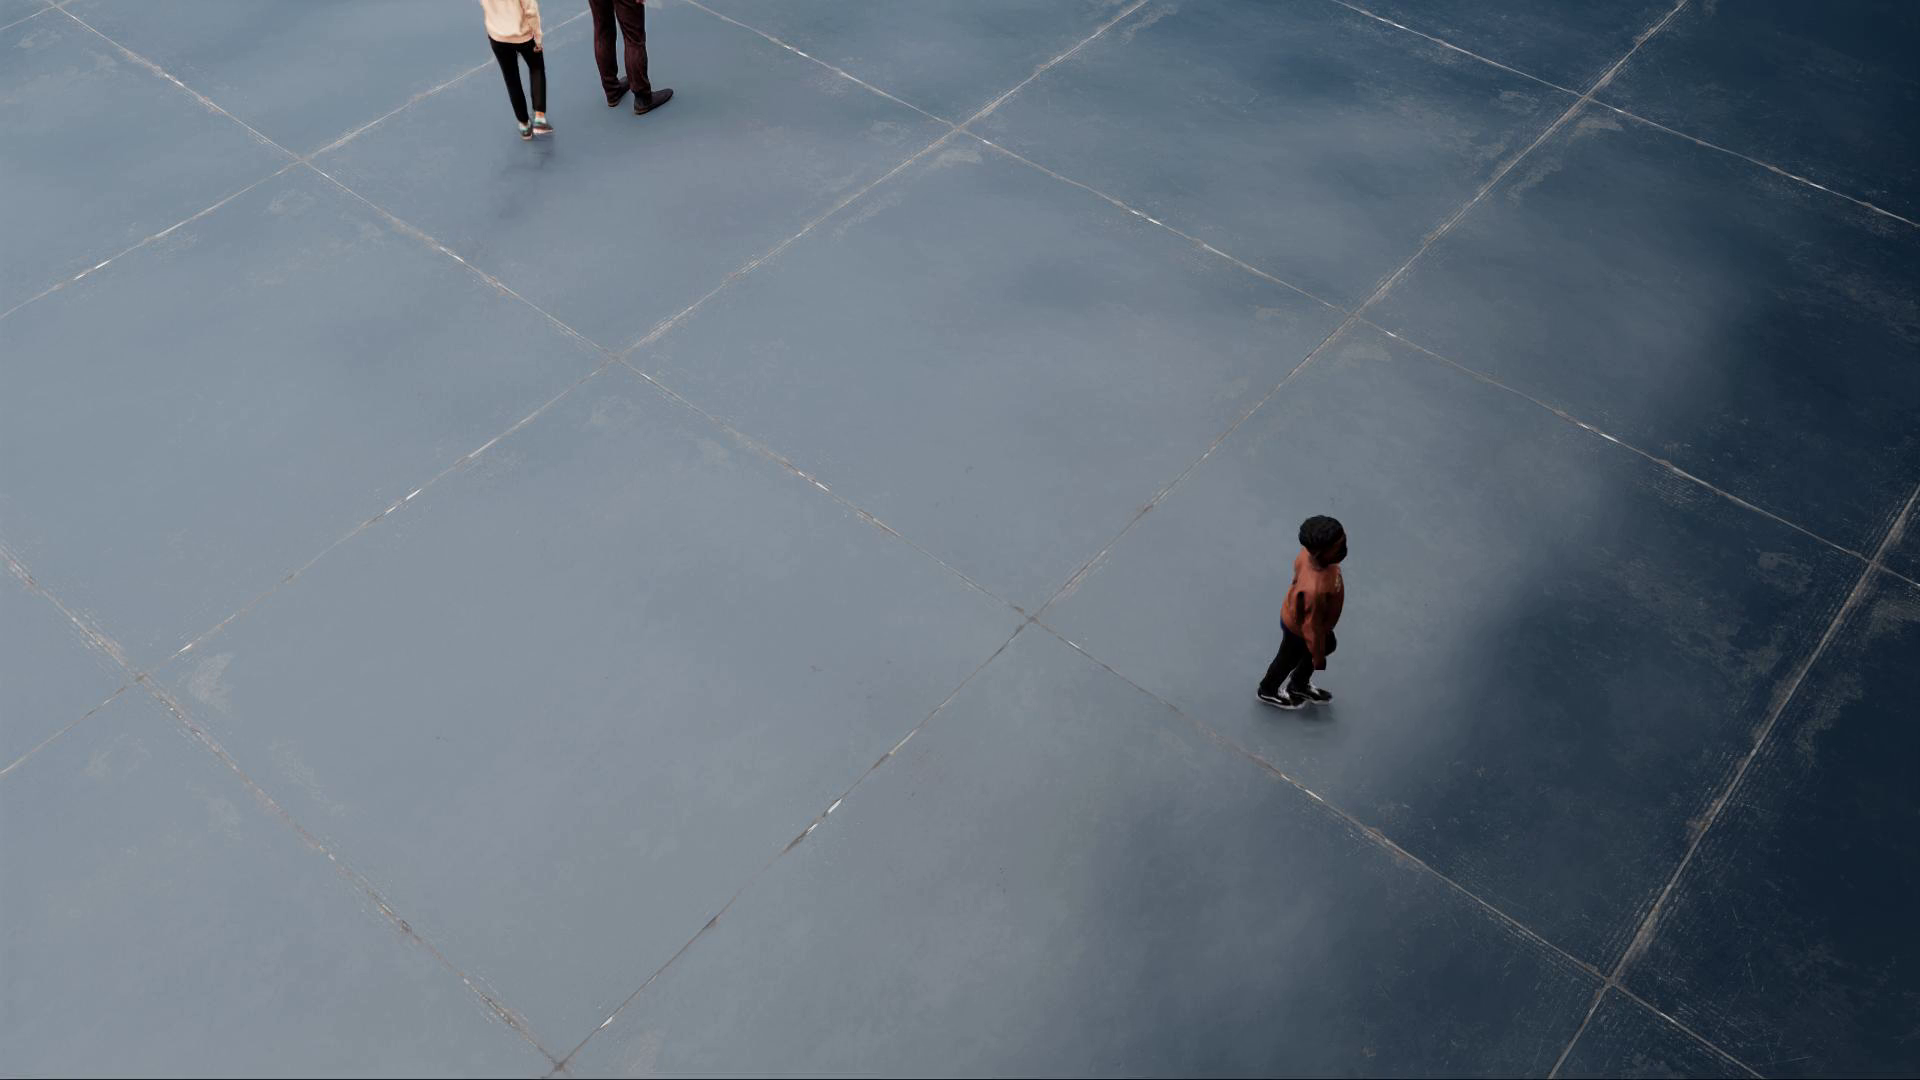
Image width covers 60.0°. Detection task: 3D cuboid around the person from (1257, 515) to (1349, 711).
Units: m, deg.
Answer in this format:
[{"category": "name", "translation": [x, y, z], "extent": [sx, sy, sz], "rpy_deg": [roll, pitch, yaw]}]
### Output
[{"category": "person", "translation": [1.450, 0.337, 7.289], "extent": [0.692, 1.242, 0.618], "rpy_deg": [11, 48, 10]}]

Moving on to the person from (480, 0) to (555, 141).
[{"category": "person", "translation": [-2.777, -3.117, 10.325], "extent": [0.686, 1.473, 0.739], "rpy_deg": [4, 47, 4]}]

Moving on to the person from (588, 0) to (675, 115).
[{"category": "person", "translation": [-2.204, -3.576, 10.483], "extent": [0.726, 1.864, 0.667], "rpy_deg": [21, 51, 18]}]
